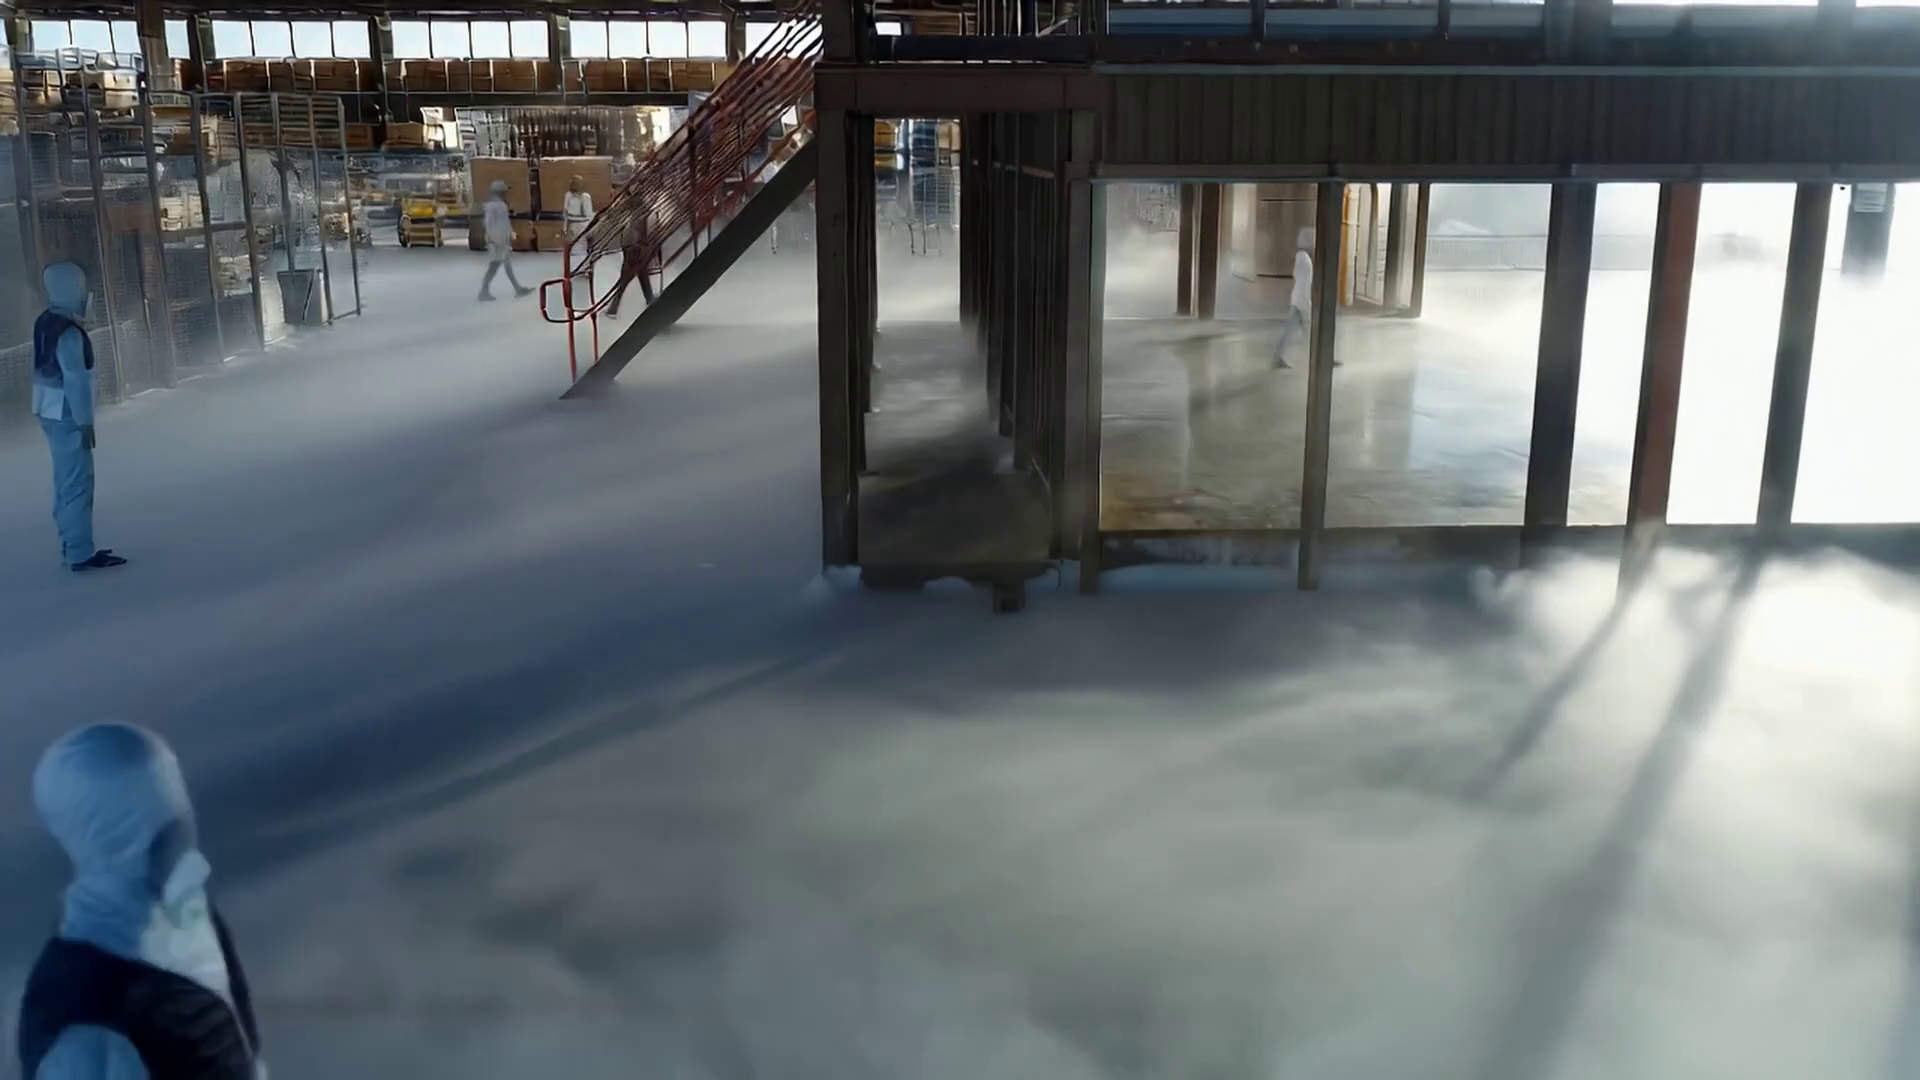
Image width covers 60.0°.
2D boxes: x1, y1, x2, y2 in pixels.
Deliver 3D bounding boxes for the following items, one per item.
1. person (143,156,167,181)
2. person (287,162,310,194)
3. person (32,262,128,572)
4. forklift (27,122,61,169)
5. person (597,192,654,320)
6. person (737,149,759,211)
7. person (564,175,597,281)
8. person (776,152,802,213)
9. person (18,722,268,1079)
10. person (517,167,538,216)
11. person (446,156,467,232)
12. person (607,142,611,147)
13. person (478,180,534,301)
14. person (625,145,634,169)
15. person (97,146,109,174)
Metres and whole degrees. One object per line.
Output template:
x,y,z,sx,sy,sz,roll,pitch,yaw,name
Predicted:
-23.616,-10.344,48.700,0.668,1.881,0.731,1,14,2,person
-16.195,-8.333,40.766,0.600,1.829,0.404,-12,18,-40,person
-5.511,-0.751,10.308,0.383,1.914,0.595,-12,19,-40,person
-35.376,-14.773,64.377,1.129,2.768,1.873,-1,14,-2,forklift
-4.695,-3.977,23.430,0.509,1.792,0.906,13,19,41,person
-6.575,-11.247,52.053,0.870,2.018,0.615,-2,14,-8,person
-6.744,-5.572,29.673,0.592,1.862,0.688,8,16,29,person
-5.547,-11.194,52.126,1.062,1.867,0.547,2,14,6,person
-1.250,1.169,2.673,0.670,1.887,0.608,-3,14,-13,person
-10.341,-8.049,39.813,0.492,1.741,0.318,-6,15,-24,person
-12.218,-8.389,40.693,0.789,1.968,0.654,1,14,5,person
-19.043,-20.747,90.436,0.577,1.808,0.931,-2,14,-8,person
-7.249,-4.729,26.264,1.013,1.883,0.568,-13,19,-41,person
-14.970,-17.077,75.778,0.848,1.801,0.597,-6,15,-22,person
-40.252,-17.643,78.166,0.529,1.734,0.816,-1,14,-5,person
